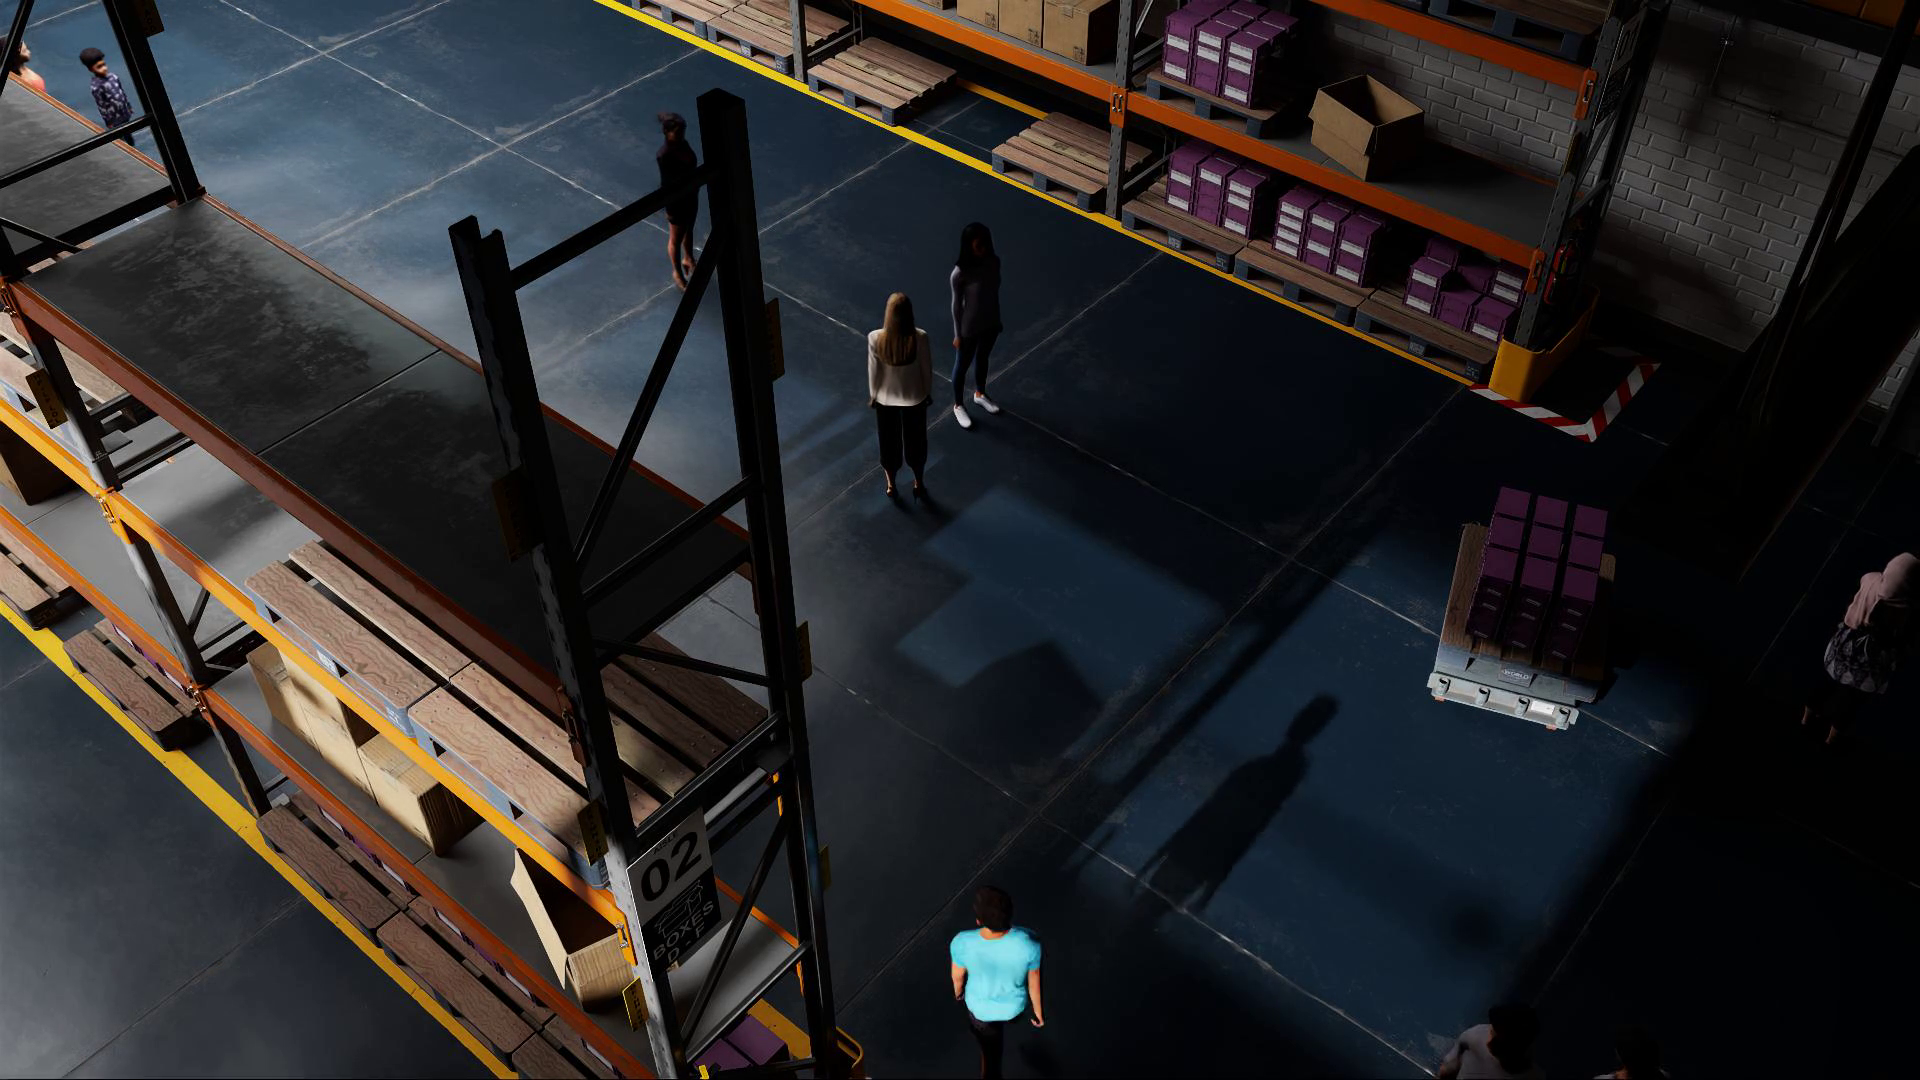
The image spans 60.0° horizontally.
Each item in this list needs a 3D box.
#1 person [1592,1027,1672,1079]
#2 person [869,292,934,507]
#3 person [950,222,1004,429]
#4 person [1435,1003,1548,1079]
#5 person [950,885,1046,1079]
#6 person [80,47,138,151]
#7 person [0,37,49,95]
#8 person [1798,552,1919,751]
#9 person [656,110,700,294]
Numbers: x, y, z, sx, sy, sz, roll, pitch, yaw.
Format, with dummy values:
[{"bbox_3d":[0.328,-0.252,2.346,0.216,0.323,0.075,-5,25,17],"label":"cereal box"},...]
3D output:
[{"bbox_3d":[3.125,2.985,7.873,0.927,1.736,1.121,-11,45,-11],"label":"person"},{"bbox_3d":[-0.422,-1.001,11.968,0.672,1.858,0.734,-3,44,-3],"label":"person"},{"bbox_3d":[0.115,-1.669,12.759,0.650,1.735,0.597,-28,50,-26],"label":"person"},{"bbox_3d":[2.563,2.774,7.996,0.847,1.872,0.764,-26,49,-24],"label":"person"},{"bbox_3d":[0.194,2.433,8.454,1.129,1.735,1.150,1,44,1],"label":"person"},{"bbox_3d":[-7.914,-4.018,15.576,0.572,1.250,0.560,13,45,13],"label":"person"},{"bbox_3d":[-8.199,-3.692,14.894,0.696,1.719,0.520,-27,50,-26],"label":"person"},{"bbox_3d":[5.638,0.688,10.355,0.782,1.638,0.683,-20,47,-20],"label":"person"},{"bbox_3d":[-2.360,-2.860,14.079,0.656,1.639,0.630,15,46,15],"label":"person"}]
